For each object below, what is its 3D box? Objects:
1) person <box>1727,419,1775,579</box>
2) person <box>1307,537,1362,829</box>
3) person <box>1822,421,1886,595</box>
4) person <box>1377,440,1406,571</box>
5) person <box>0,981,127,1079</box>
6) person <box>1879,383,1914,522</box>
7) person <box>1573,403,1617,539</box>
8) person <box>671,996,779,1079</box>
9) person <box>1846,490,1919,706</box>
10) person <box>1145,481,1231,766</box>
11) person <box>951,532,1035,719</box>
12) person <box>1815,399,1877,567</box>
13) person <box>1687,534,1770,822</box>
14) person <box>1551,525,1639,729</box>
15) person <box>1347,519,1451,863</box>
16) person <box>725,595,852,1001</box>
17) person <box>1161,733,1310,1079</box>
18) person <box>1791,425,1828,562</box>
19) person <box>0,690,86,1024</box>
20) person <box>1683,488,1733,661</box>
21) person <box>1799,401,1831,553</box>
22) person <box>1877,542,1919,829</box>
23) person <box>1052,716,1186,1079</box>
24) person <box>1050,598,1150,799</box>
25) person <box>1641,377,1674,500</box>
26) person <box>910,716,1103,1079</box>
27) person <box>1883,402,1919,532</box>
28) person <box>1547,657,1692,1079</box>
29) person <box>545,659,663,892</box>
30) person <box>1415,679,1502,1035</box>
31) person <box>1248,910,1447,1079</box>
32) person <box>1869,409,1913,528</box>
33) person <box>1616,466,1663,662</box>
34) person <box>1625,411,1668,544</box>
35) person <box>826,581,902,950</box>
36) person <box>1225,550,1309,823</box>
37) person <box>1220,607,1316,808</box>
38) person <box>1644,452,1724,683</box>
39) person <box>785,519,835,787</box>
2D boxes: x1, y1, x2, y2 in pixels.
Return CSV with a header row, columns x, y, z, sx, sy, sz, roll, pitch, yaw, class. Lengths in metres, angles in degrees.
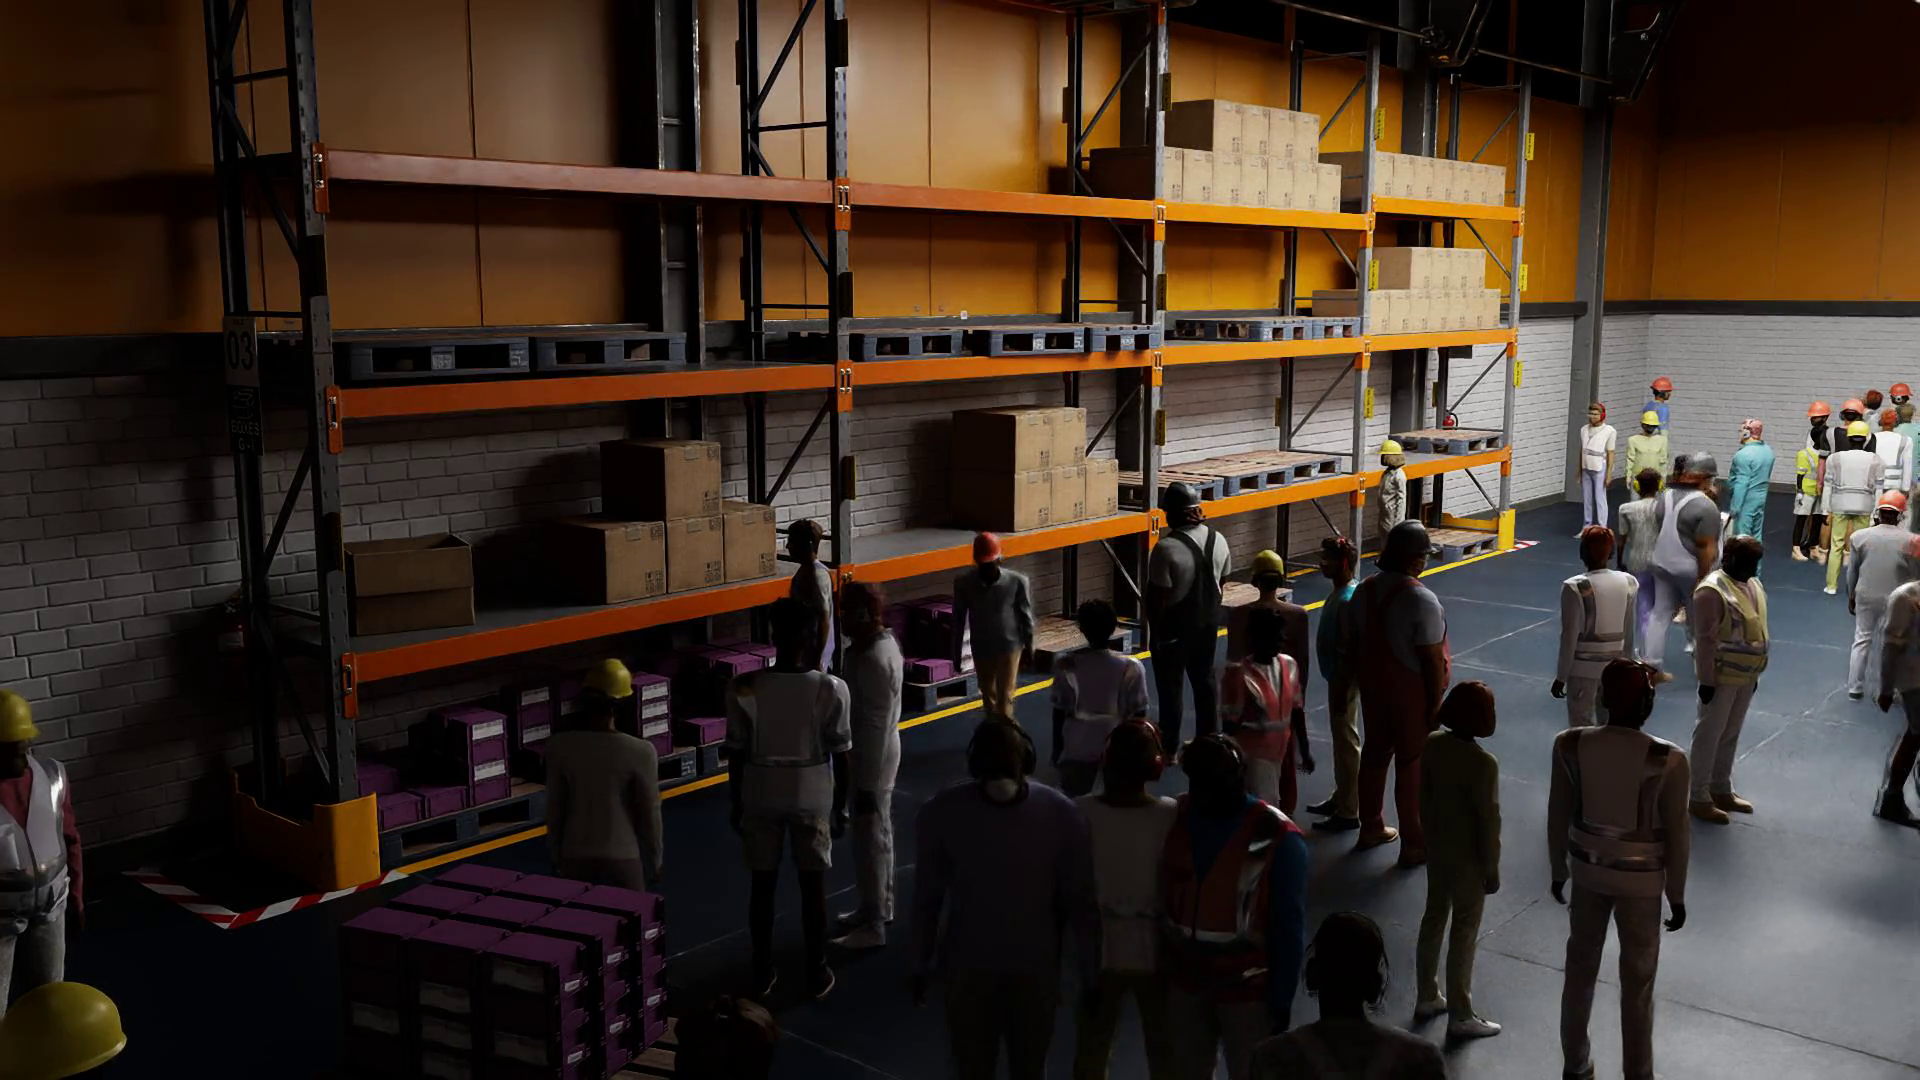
x,y,z,sx,sy,sz,roll,pitch,yaw,class
8.772,-0.398,18.574,0.655,1.906,0.407,-7,11,-37,person
2.411,0.894,10.431,0.395,1.847,0.564,1,9,10,person
9.725,-0.336,18.141,0.587,1.920,0.397,4,10,26,person
4.594,-0.199,17.819,0.307,1.743,0.494,-1,9,-8,person
-1.919,1.898,3.700,0.585,1.928,0.369,4,10,24,person
13.327,-1.243,23.741,0.384,1.993,0.623,3,9,16,person
8.427,-0.894,22.009,0.383,1.836,0.565,-4,10,-22,person
-0.477,1.925,3.837,0.342,1.836,0.502,-1,9,-8,person
7.508,0.465,13.518,0.564,1.745,0.348,8,12,43,person
1.565,0.575,11.867,0.682,2.000,0.535,-6,11,-33,person
0.225,0.761,11.823,0.587,1.678,0.868,2,9,14,person
10.668,-0.686,20.051,0.613,2.029,0.409,5,10,30,person
4.926,0.868,10.638,0.629,1.836,0.429,-7,11,-37,person
4.061,0.840,10.665,0.581,1.882,0.339,-3,9,-20,person
2.656,0.879,9.911,0.537,2.000,0.682,-5,10,-30,person
-0.810,1.232,7.924,0.600,1.958,0.379,0,9,-1,person
0.945,1.586,6.035,0.642,1.834,0.432,7,11,37,person
10.483,-0.576,20.423,0.533,1.694,0.319,-2,9,-14,person
-3.794,1.490,6.664,0.403,1.826,0.592,5,10,31,person
6.683,0.296,15.095,0.535,1.589,0.878,6,11,33,person
10.854,-0.797,21.083,0.387,1.931,0.544,-2,9,-10,person
6.023,0.899,10.221,0.547,1.903,0.760,-4,10,-25,person
0.622,1.564,6.204,0.594,1.839,0.578,1,9,4,person
0.774,1.164,9.172,0.567,1.688,0.424,0,9,2,person
10.186,-1.353,24.292,0.385,2.045,0.605,-1,9,-3,person
0.165,1.550,5.994,0.683,1.917,0.469,0,9,-2,person
11.880,-0.779,20.995,0.633,1.928,0.446,-2,9,-12,person
2.736,1.419,6.926,0.572,1.886,0.355,8,12,40,person
-1.589,1.401,7.467,0.535,1.753,0.342,1,9,6,person
2.290,1.437,7.617,0.264,1.632,0.507,-3,9,-21,person
1.005,1.873,4.411,0.512,1.762,1.011,0,9,2,person
11.287,-0.658,20.324,0.583,1.882,0.337,4,10,26,person
5.978,0.270,14.532,0.490,1.819,0.904,1,9,5,person
8.946,-0.807,21.687,0.525,1.760,0.340,1,9,8,person
-0.514,1.157,8.601,0.427,1.901,0.674,0,9,-1,person
1.909,0.940,10.405,0.533,1.765,0.330,-1,9,-4,person
1.695,1.189,9.077,0.541,1.670,0.622,-8,12,-43,person
6.270,0.223,14.138,0.971,2.000,0.701,-3,9,-18,person
-1.018,0.770,11.240,0.330,1.844,0.520,-3,9,-16,person
